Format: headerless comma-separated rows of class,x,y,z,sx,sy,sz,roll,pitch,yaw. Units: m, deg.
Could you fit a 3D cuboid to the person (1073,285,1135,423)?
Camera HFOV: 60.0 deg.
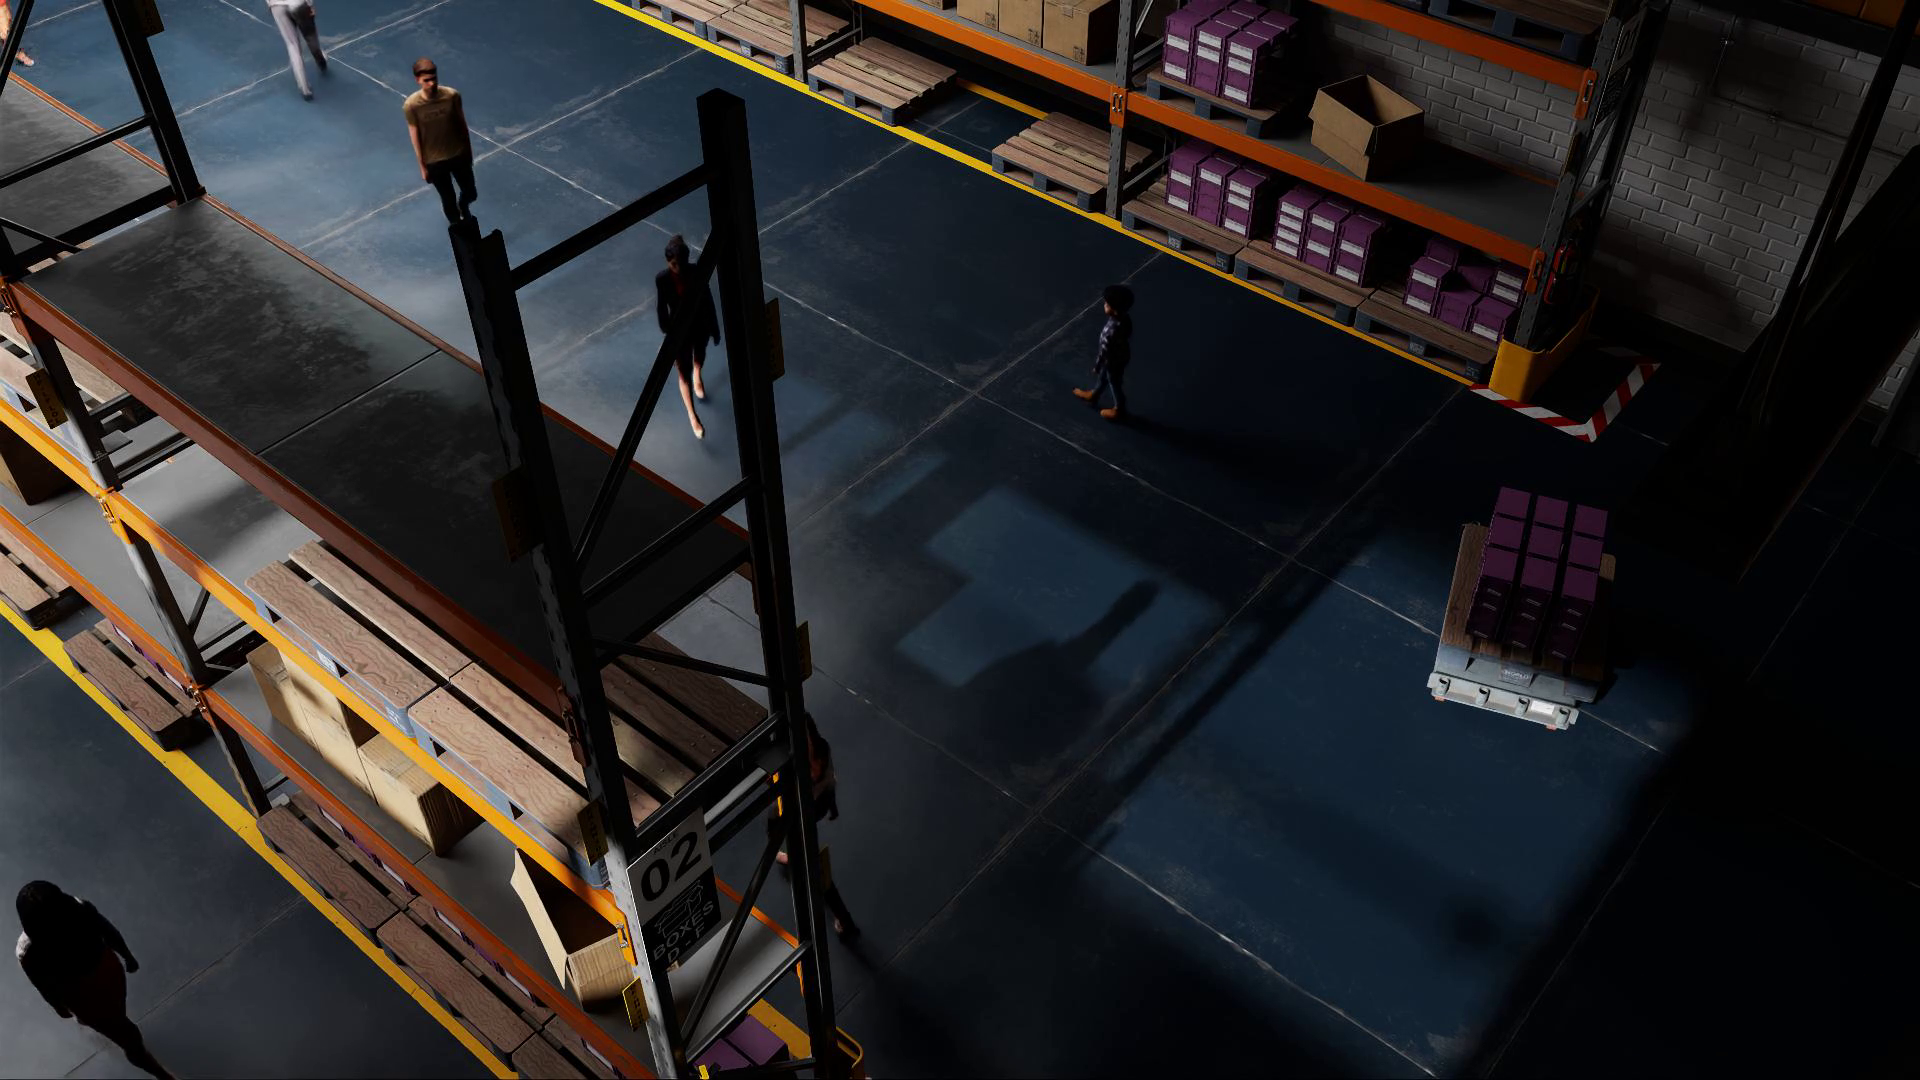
person,1.235,-1.423,12.861,0.779,1.238,0.641,15,46,15

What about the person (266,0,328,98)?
person,-6.673,-5.258,16.529,0.991,1.731,1.107,-8,44,-9

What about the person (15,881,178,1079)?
person,-4.535,2.287,8.617,1.129,1.720,0.722,22,48,21

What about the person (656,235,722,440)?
person,-2.100,-1.658,12.845,0.878,1.601,1.085,-15,46,-16

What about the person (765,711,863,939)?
person,-0.825,1.594,9.362,0.648,1.695,1.116,-34,53,-31

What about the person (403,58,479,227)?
person,-4.512,-3.365,14.465,0.801,1.838,0.899,-22,48,-21
